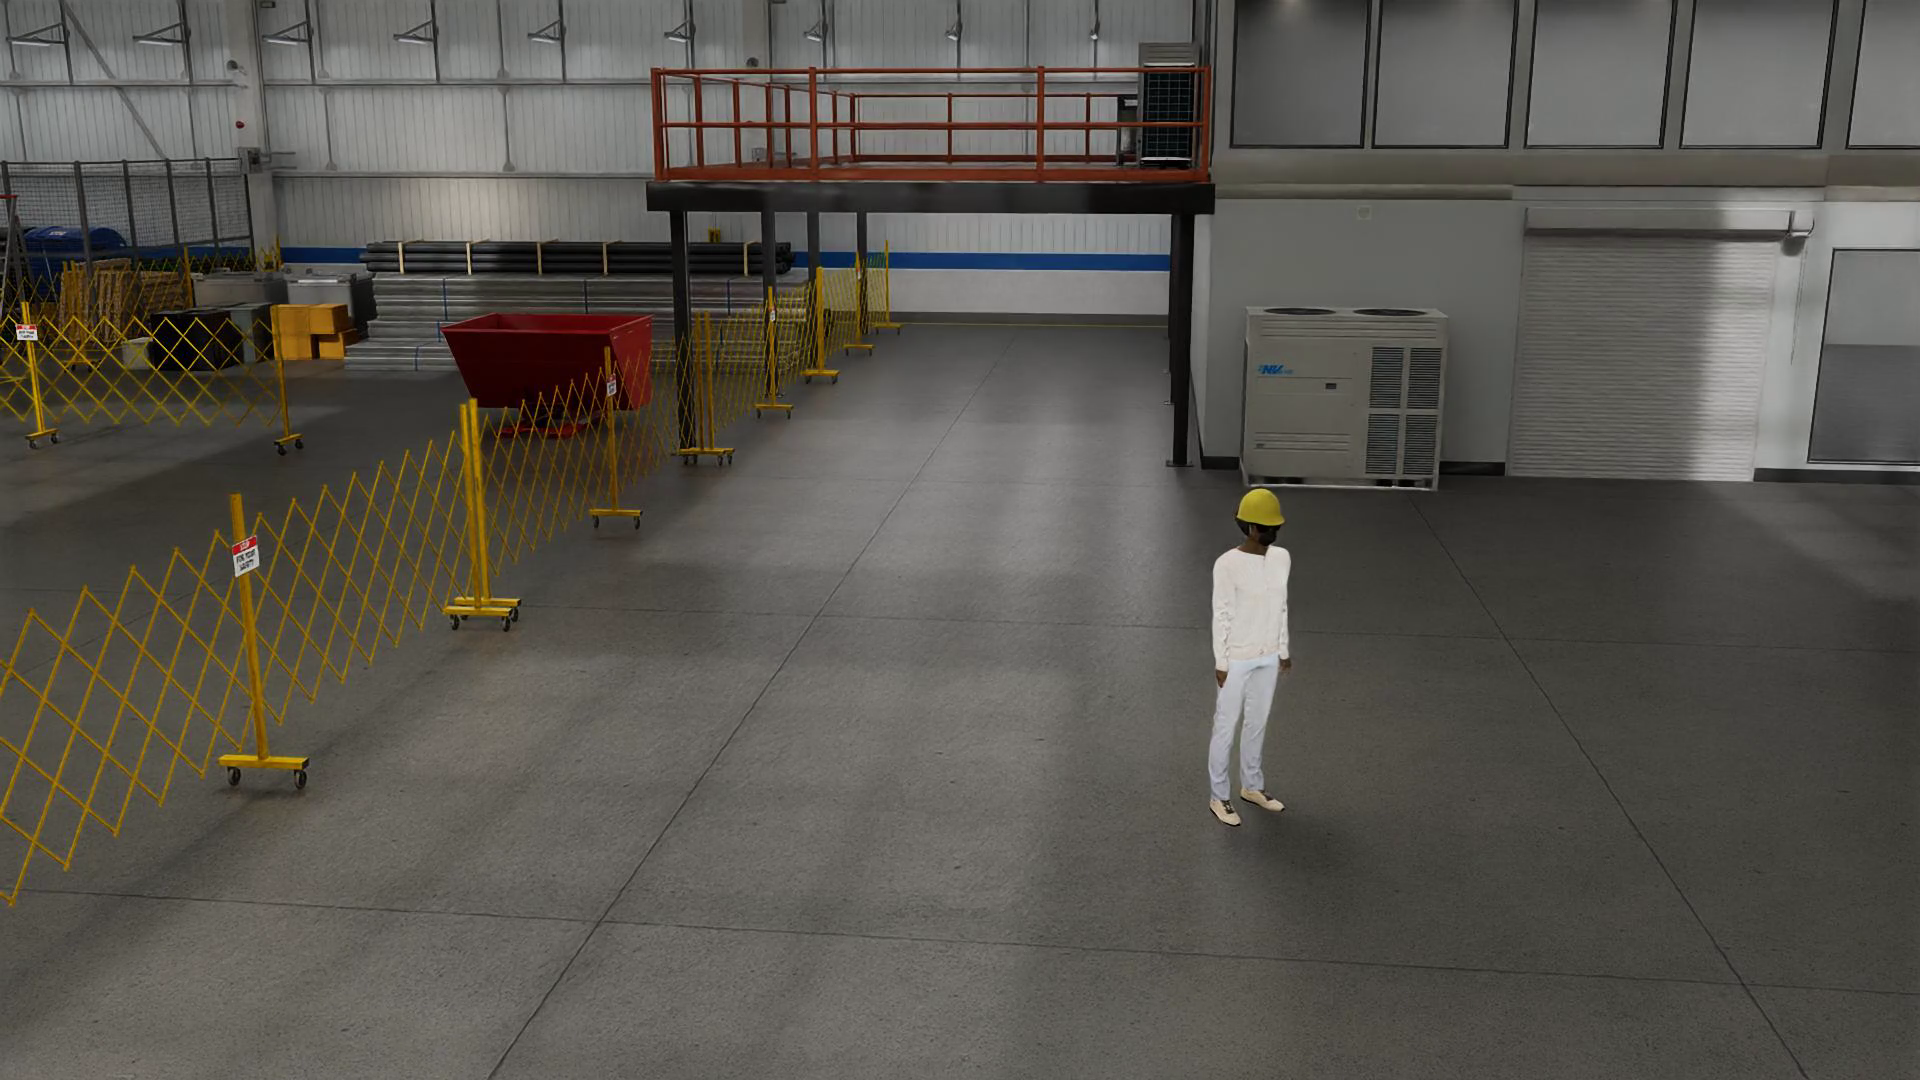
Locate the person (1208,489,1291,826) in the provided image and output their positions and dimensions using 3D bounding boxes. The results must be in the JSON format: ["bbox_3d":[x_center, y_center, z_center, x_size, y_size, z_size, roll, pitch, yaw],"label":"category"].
[{"bbox_3d":[1.523,0.598,8.667,0.522,1.769,0.310,-10,17,-34],"label":"person"}]
